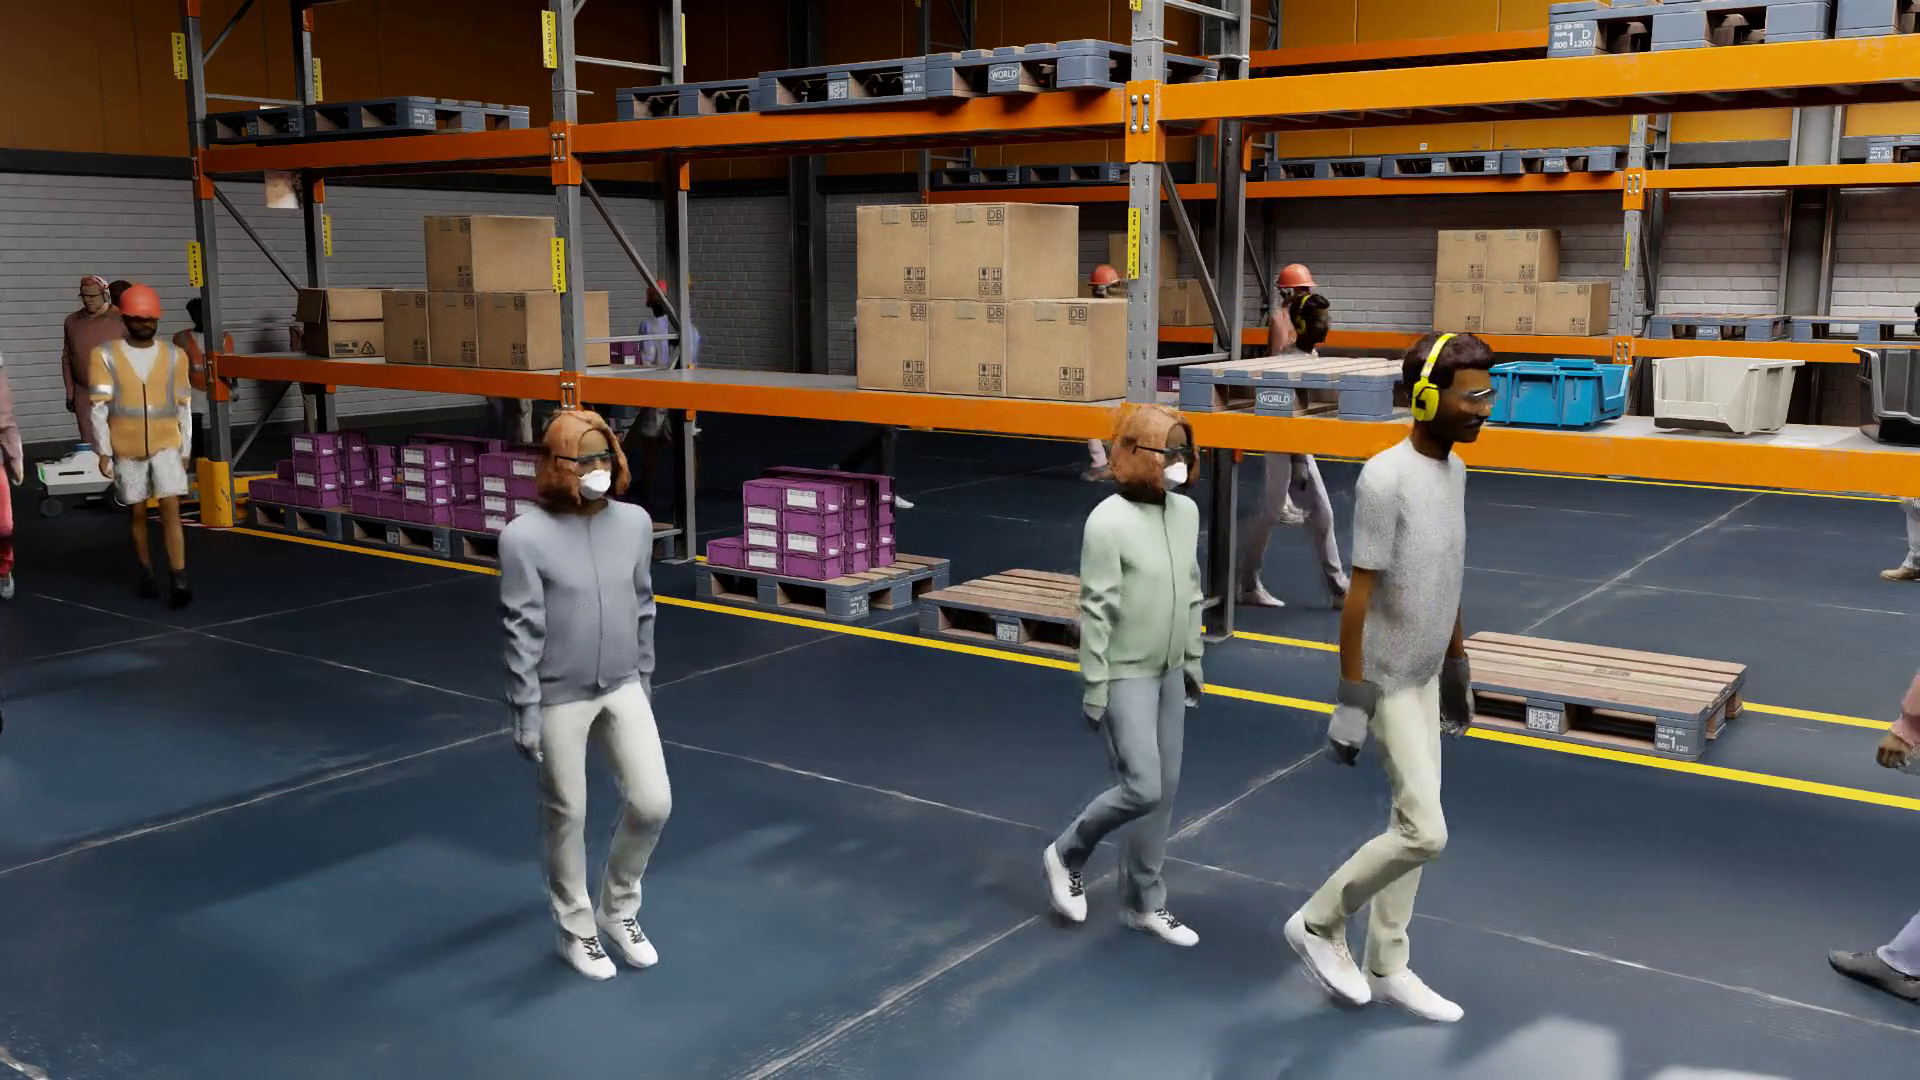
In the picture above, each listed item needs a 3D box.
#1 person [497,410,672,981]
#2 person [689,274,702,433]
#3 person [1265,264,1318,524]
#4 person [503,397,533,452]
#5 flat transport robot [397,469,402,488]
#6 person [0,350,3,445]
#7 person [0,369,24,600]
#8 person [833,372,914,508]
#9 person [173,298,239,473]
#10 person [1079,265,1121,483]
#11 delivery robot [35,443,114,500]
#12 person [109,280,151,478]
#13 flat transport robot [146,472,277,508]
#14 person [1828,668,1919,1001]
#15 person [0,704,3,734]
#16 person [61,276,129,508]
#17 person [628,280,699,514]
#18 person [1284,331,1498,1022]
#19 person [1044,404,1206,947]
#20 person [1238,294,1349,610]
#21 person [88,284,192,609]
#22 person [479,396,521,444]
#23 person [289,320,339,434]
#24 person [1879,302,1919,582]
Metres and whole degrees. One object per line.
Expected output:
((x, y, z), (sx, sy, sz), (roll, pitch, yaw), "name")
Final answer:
((-1.024, 0.449, 4.610), (0.513, 1.614, 0.427), (-8, 13, -41), "person")
((-3.298, -2.222, 19.609), (0.384, 1.924, 0.593), (-8, 13, -40), "person")
((2.554, -1.129, 12.897), (0.379, 1.996, 0.609), (4, 10, 21), "person")
((-4.413, -1.521, 16.388), (0.535, 1.609, 0.350), (4, 10, 24), "person")
((-4.699, -0.491, 14.223), (1.431, 0.197, 0.652), (-3, 10, -19), "flat transport robot")
((-6.760, -0.855, 11.134), (0.936, 2.000, 0.688), (7, 12, 37), "person")
((-5.588, -0.410, 9.362), (0.554, 1.735, 0.500), (-6, 11, -31), "person")
((-0.715, -1.214, 13.671), (0.682, 1.903, 0.595), (3, 10, 19), "person")
((-6.960, -1.387, 15.380), (0.545, 1.680, 0.572), (-4, 10, -24), "person")
((1.285, -1.494, 15.120), (0.512, 1.975, 0.621), (5, 11, 28), "person")
((-7.009, -0.532, 13.344), (0.707, 0.478, 0.477), (-6, 11, -33), "delivery robot")
((-7.665, -1.459, 15.316), (0.507, 1.845, 0.343), (7, 12, 34), "person")
((-6.097, -0.438, 13.908), (1.431, 0.197, 0.652), (-3, 10, -16), "flat transport robot")
((2.732, 0.477, 4.196), (0.534, 1.709, 0.940), (-6, 11, -33), "person")
((-4.288, -0.013, 6.598), (0.663, 1.877, 0.678), (3, 10, 17), "person")
((-7.037, -1.206, 13.642), (0.638, 1.902, 0.407), (0, 10, -1), "person")
((-2.396, -1.163, 13.492), (0.595, 1.865, 1.034), (-7, 12, -35), "person")
((1.166, 0.378, 4.373), (0.413, 1.845, 0.564), (7, 12, 37), "person")
((0.519, 0.402, 4.911), (0.400, 1.619, 0.501), (8, 13, 41), "person")
((2.011, -0.482, 9.536), (0.915, 1.826, 0.541), (7, 12, 34), "person")
((-4.737, -0.535, 9.688), (0.560, 1.876, 1.019), (-6, 11, -31), "person")
((-4.567, -1.692, 16.545), (0.684, 1.895, 0.529), (-9, 13, -44), "person")
((-7.255, -1.927, 18.718), (0.515, 1.636, 0.315), (-4, 10, -21), "person")
((6.063, -0.610, 10.330), (0.474, 1.827, 0.634), (3, 10, 19), "person")
